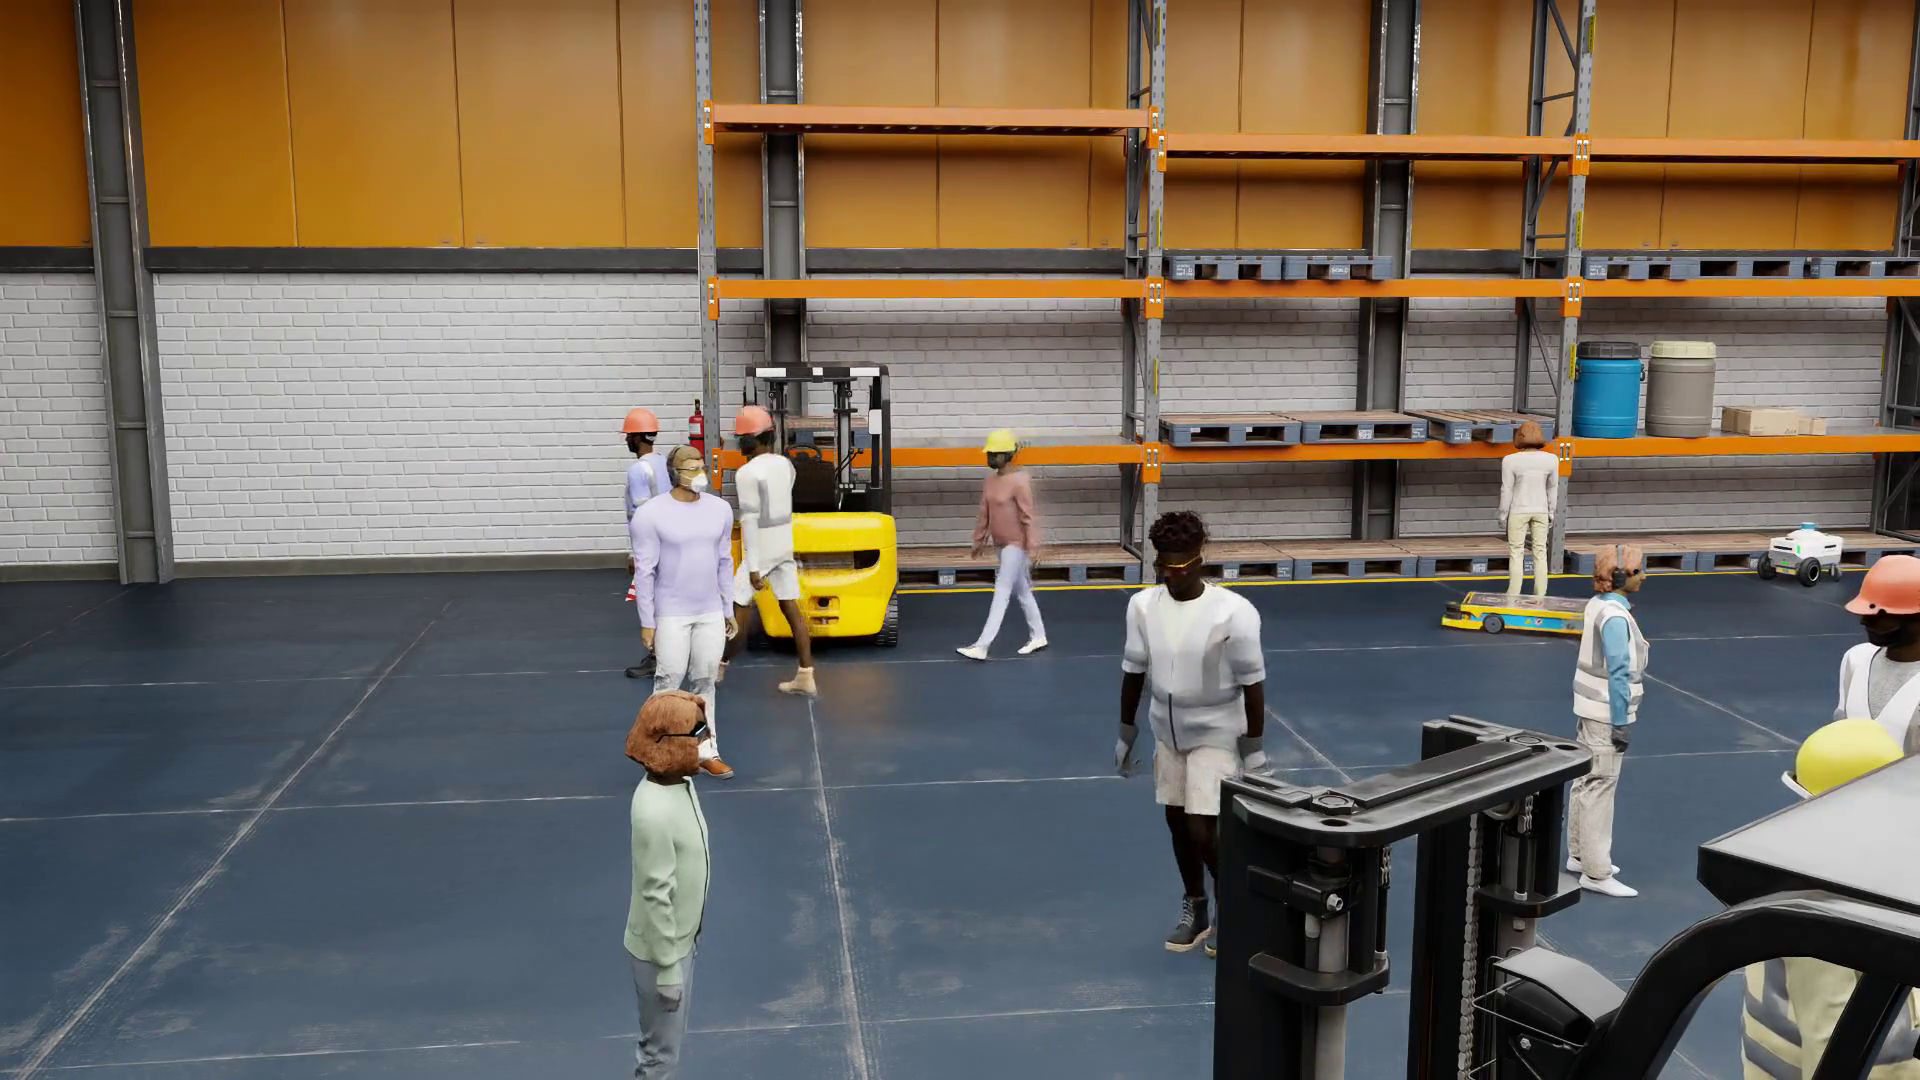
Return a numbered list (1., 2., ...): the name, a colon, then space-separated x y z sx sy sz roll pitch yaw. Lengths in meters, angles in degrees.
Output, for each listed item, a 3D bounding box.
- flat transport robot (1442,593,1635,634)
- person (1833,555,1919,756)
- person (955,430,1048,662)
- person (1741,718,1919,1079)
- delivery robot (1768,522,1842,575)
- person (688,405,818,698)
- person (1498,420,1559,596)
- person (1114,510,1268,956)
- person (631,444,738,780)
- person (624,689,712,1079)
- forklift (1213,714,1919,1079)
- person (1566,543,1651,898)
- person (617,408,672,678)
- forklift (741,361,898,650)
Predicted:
1. flat transport robot: 4.687 0.601 13.477 1.431 0.197 0.652 4 10 22
2. person: 3.224 1.005 5.788 0.376 1.933 0.545 -3 10 -19
3. person: 0.329 0.044 12.410 0.890 1.723 0.546 -5 11 -30
4. person: 2.116 1.331 4.050 0.404 1.837 0.593 4 10 21
5. delivery robot: 7.920 0.076 15.577 0.707 0.478 0.477 -5 11 -30
6. person: -1.415 0.073 11.416 1.066 1.983 0.629 6 11 32
7. person: 4.885 -0.214 14.318 0.499 1.634 0.288 0 9 -3
8. person: 0.964 0.821 6.967 0.648 1.928 0.534 8 12 42
9. person: -1.536 0.423 9.396 0.635 1.939 0.366 -7 12 -39
10. person: -0.883 1.258 5.133 0.286 1.634 0.500 0 9 -1
11. forklift: 1.441 1.425 2.350 1.214 2.155 2.313 -7 12 -39
12. person: 3.031 0.828 7.793 0.312 1.642 0.512 2 9 10
13. person: -2.249 0.028 11.886 0.381 1.934 0.560 2 9 14
14. forklift: -1.154 -0.340 13.365 1.214 2.155 2.313 -1 9 -7
